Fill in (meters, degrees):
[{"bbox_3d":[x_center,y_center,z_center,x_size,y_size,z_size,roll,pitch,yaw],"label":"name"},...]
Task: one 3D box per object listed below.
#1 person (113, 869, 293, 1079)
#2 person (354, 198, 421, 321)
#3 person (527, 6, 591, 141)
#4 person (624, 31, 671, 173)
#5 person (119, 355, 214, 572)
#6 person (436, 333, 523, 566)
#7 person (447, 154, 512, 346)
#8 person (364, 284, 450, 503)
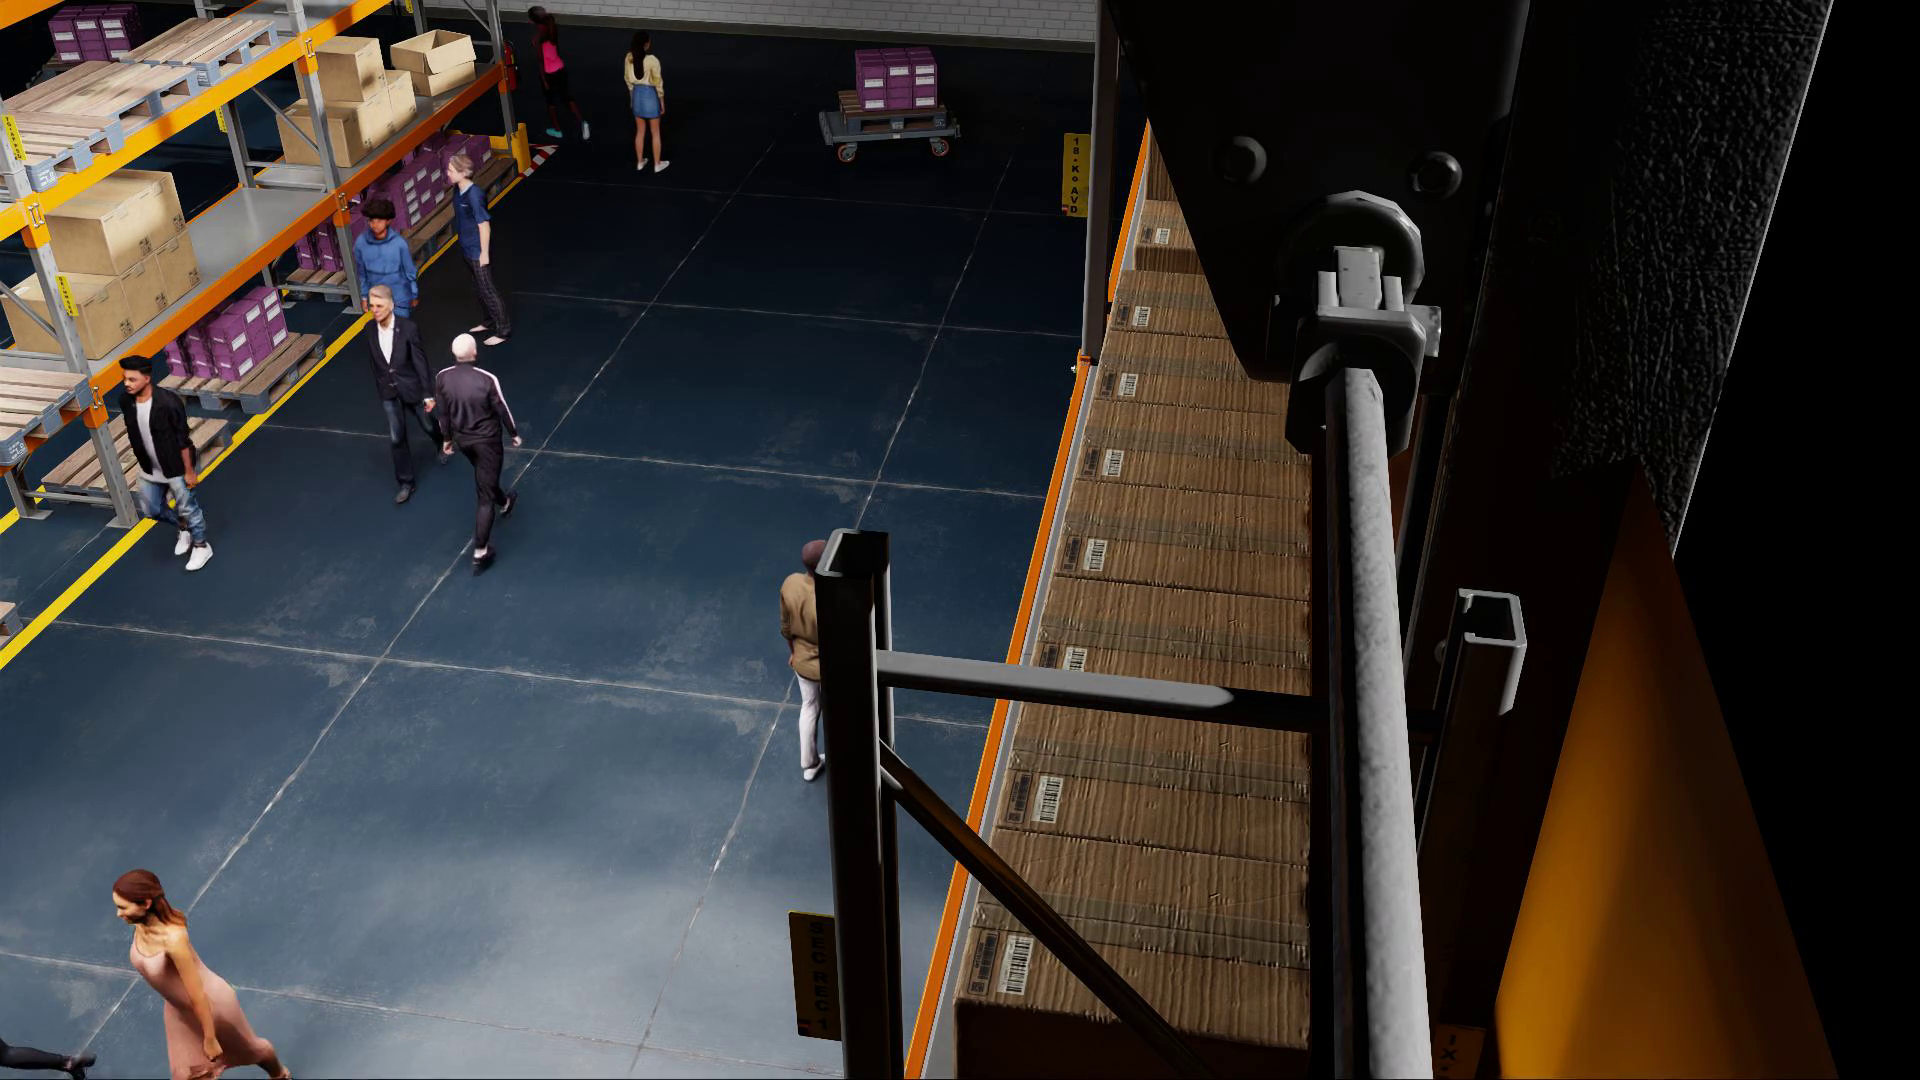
[{"bbox_3d":[-3.719,2.262,8.284,0.969,1.794,1.118,17,37,24],"label":"person"},{"bbox_3d":[-5.148,-2.257,15.096,0.700,1.780,1.130,4,34,6],"label":"person"},{"bbox_3d":[-4.902,-5.656,20.296,0.959,1.683,1.054,25,41,33],"label":"person"},{"bbox_3d":[-3.710,-5.176,19.625,0.672,1.625,0.592,11,35,15],"label":"person"},{"bbox_3d":[-5.975,-0.638,12.641,0.682,1.799,0.641,6,34,9],"label":"person"},{"bbox_3d":[-3.697,-0.655,12.687,0.697,1.778,1.216,6,34,9],"label":"person"},{"bbox_3d":[-4.582,-2.767,15.780,0.780,1.870,0.726,-22,39,-29],"label":"person"},{"bbox_3d":[-4.507,-1.282,13.618,0.753,1.790,1.150,2,34,3],"label":"person"}]
